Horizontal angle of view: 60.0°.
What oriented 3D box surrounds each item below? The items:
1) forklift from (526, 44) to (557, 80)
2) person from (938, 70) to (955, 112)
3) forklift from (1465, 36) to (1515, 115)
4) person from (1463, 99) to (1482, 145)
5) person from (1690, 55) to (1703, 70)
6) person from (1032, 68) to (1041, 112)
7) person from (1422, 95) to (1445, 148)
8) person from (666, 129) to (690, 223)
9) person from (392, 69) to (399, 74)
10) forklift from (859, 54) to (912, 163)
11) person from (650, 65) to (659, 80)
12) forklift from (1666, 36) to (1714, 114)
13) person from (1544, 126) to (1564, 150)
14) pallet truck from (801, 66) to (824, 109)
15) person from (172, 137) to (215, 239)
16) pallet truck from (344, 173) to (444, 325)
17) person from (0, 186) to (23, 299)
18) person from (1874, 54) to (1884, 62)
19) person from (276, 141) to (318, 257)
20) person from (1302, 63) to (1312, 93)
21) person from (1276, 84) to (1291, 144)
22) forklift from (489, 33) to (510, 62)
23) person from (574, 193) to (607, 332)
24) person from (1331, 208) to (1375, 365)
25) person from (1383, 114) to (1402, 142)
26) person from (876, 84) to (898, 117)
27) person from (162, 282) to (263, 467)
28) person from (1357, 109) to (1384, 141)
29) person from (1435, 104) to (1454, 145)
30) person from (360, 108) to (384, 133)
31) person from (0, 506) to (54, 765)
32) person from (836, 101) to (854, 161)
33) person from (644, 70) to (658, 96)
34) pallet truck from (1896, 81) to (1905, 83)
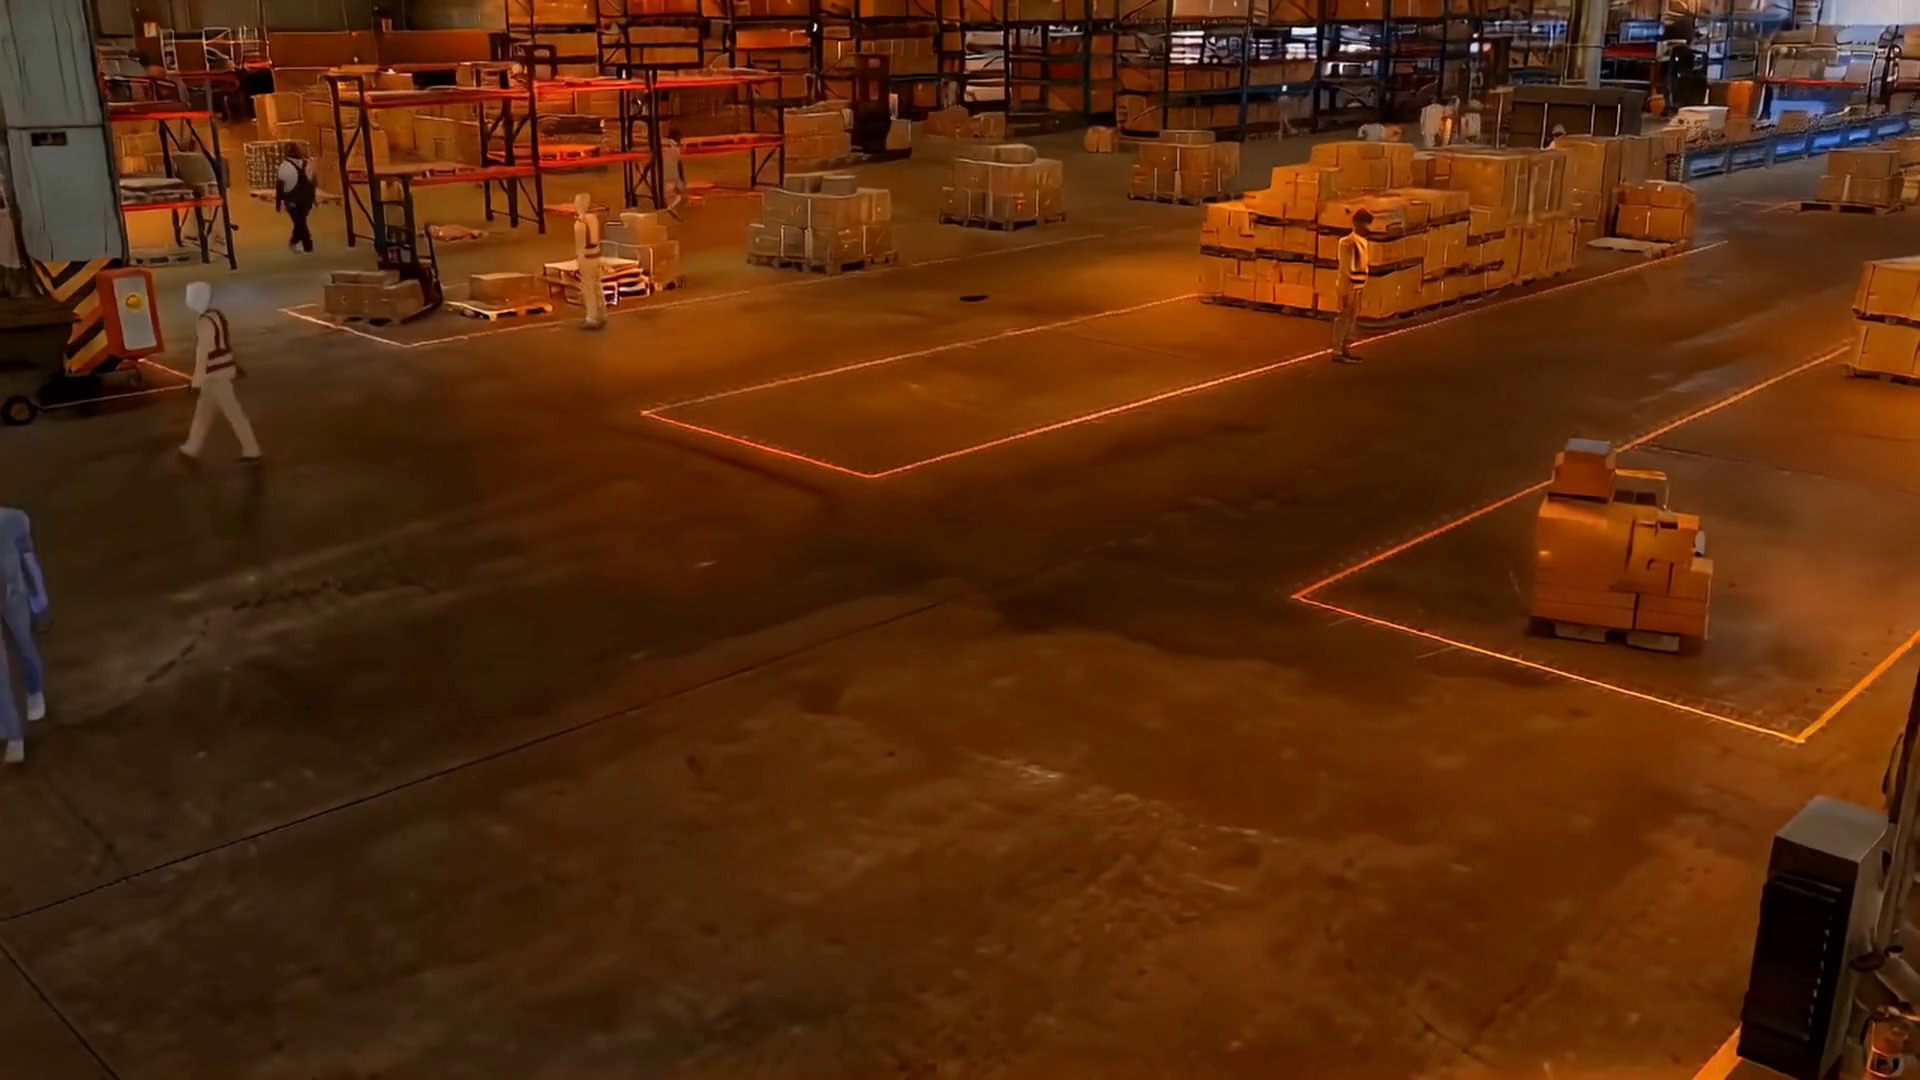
[{"bbox_3d":[-13.211,-14.325,52.942,1.873,2.768,1.129,17,25,41],"label":"forklift"},{"bbox_3d":[-0.484,-14.672,55.500,0.642,1.919,0.625,7,20,21],"label":"person"},{"bbox_3d":[19.973,-17.201,61.605,1.873,2.768,1.129,16,24,40],"label":"forklift"},{"bbox_3d":[12.279,-9.605,40.068,0.584,2.018,0.653,15,24,38],"label":"person"},{"bbox_3d":[32.277,-20.343,72.859,0.802,1.736,0.529,-17,25,-41],"label":"person"},{"bbox_3d":[2.763,-15.513,58.075,1.019,1.887,0.561,-17,25,-41],"label":"person"},{"bbox_3d":[12.432,-10.737,43.709,0.637,1.880,0.868,-3,19,-10],"label":"person"},{"bbox_3d":[-5.644,-7.282,33.320,0.450,1.853,0.560,-17,25,-41],"label":"person"},{"bbox_3d":[-19.309,-15.217,57.172,0.907,1.886,0.552,15,23,37],"label":"person"},{"bbox_3d":[-2.298,-11.789,45.300,1.129,2.768,1.873,17,25,41],"label":"forklift"},{"bbox_3d":[-11.897,-17.515,64.406,0.320,1.693,0.531,17,25,42],"label":"person"},{"bbox_3d":[27.341,-17.291,61.877,1.129,2.768,1.873,17,25,41],"label":"forklift"},{"bbox_3d":[11.783,-7.232,33.042,0.543,1.939,0.362,-2,18,-5],"label":"person"},{"bbox_3d":[-4.812,-15.182,56.903,0.823,1.965,1.885,-9,21,-26],"label":"pallet truck"},{"bbox_3d":[-14.336,-6.563,31.097,0.811,1.904,0.596,16,24,41],"label":"person"},{"bbox_3d":[-8.209,-4.181,23.757,0.823,1.965,1.885,3,19,9],"label":"pallet truck"},{"bbox_3d":[-13.439,-4.032,23.490,1.020,1.874,0.668,11,21,29],"label":"person"},{"bbox_3d":[38.861,-19.652,70.535,0.538,1.894,0.673,-9,21,-26],"label":"person"},{"bbox_3d":[-11.739,-6.030,29.262,0.987,2.000,0.710,11,21,30],"label":"person"},{"bbox_3d":[14.206,-18.703,68.077,0.283,1.634,0.498,17,25,41],"label":"person"},{"bbox_3d":[9.800,-12.901,50.411,0.367,1.758,0.524,-9,20,-25],"label":"person"},{"bbox_3d":[-18.263,-18.719,66.179,1.129,2.768,1.873,17,25,42],"label":"forklift"},{"bbox_3d":[-5.085,-3.798,22.786,0.356,1.881,0.575,6,19,16],"label":"person"},{"bbox_3d":[4.925,-3.170,20.814,0.425,1.939,0.612,12,22,32],"label":"person"},{"bbox_3d":[10.234,-9.293,39.660,0.550,1.662,0.712,7,20,21],"label":"person"},{"bbox_3d":[-2.126,-12.279,48.268,0.636,1.935,0.380,-1,18,-3],"label":"person"},{"bbox_3d":[-7.371,-1.585,16.179,0.955,1.835,0.610,-5,19,-14],"label":"person"},{"bbox_3d":[9.364,-8.803,37.810,0.608,1.911,0.997,-4,19,-12],"label":"person"},{"bbox_3d":[11.529,-9.406,39.623,0.392,1.920,0.593,2,18,6],"label":"person"},{"bbox_3d":[-15.194,-10.450,42.958,0.747,1.811,0.433,7,20,20],"label":"person"},{"bbox_3d":[-5.927,0.374,10.293,0.526,1.840,0.912,-8,20,-23],"label":"person"},{"bbox_3d":[-3.149,-11.131,45.297,0.526,1.611,0.533,5,19,14],"label":"person"},{"bbox_3d":[-11.490,-16.632,61.880,0.526,1.605,0.793,13,22,34],"label":"person"},{"bbox_3d":[34.802,-16.331,61.455,0.653,1.274,1.630,17,25,41],"label":"pallet truck"}]
